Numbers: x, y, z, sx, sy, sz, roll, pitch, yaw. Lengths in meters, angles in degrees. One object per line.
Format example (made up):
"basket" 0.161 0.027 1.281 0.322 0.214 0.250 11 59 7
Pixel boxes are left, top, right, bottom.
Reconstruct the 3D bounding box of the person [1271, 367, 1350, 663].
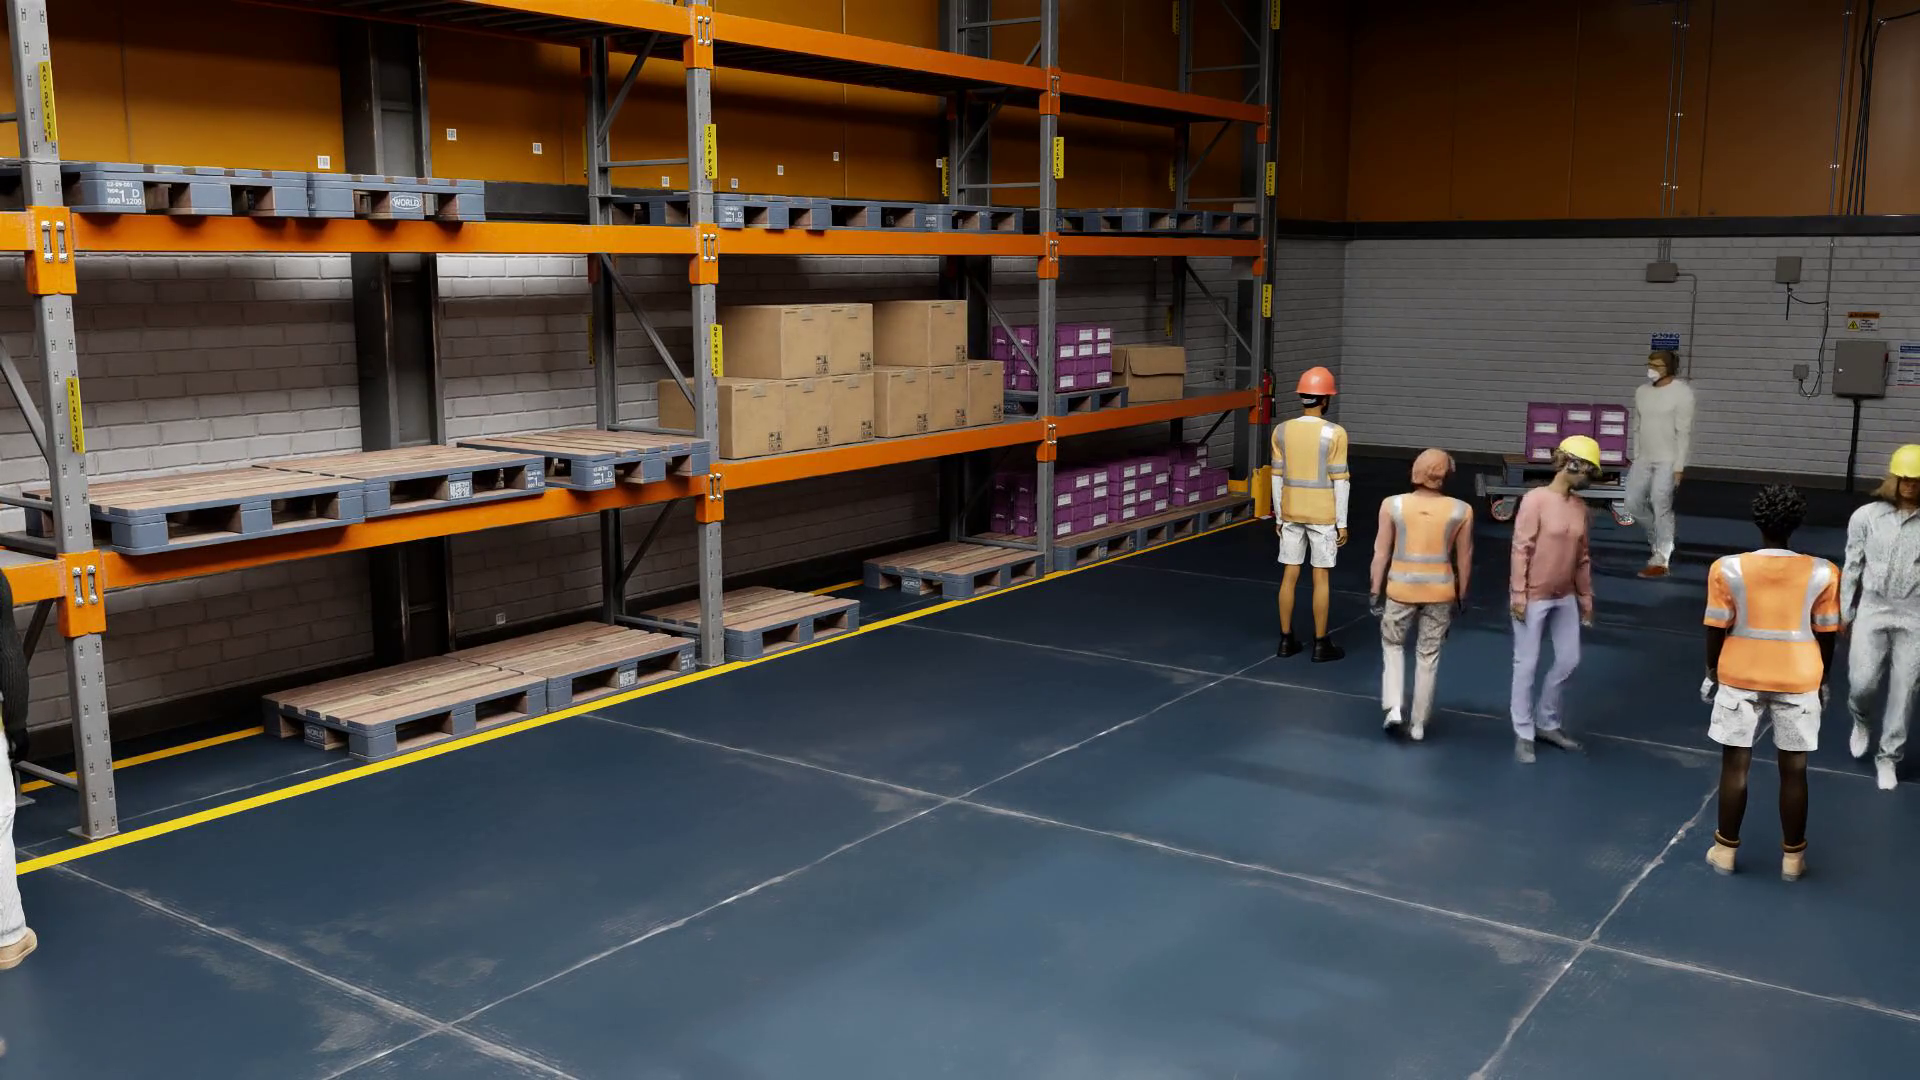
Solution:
"person" 2.308 -0.164 10.925 0.545 1.938 0.360 7 12 38

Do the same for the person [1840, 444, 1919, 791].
"person" 4.697 0.367 8.351 0.502 1.728 0.477 5 11 25

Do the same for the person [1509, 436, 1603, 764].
"person" 3.084 0.312 8.772 0.591 1.723 0.349 -5 11 -26

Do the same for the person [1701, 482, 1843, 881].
"person" 3.428 0.604 7.064 0.530 1.697 0.321 3 10 20

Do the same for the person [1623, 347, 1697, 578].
"person" 5.792 -0.634 13.784 0.457 1.926 0.634 -4 10 -24

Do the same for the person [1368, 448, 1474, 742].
"person" 2.505 0.307 9.059 0.548 1.624 0.368 2 10 14

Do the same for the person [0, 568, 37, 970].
"person" -3.739 0.697 6.079 0.621 1.845 0.429 -4 10 -24
